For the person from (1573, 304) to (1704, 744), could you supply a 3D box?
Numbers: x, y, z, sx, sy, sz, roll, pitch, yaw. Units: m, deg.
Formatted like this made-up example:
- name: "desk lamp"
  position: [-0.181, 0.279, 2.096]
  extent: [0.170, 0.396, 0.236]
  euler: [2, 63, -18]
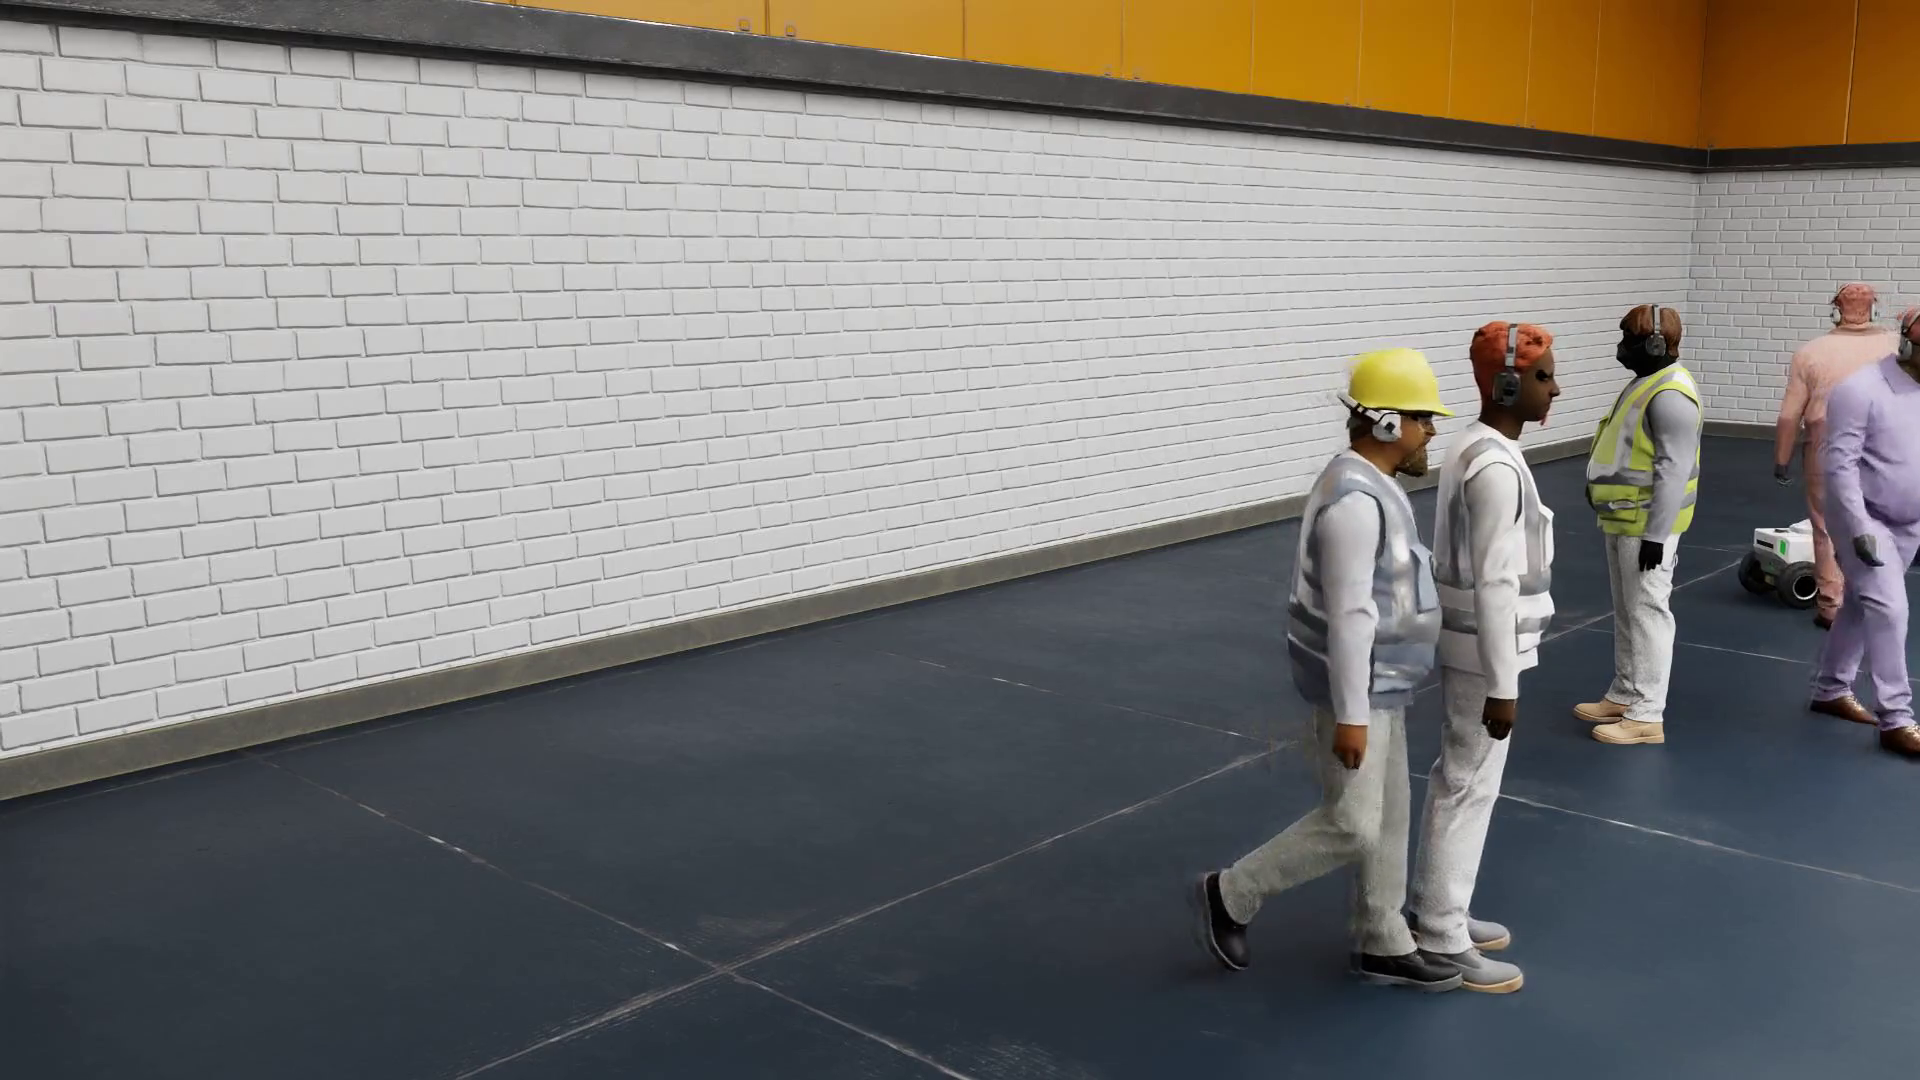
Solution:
- name: "person"
  position: [2.864, -0.067, 7.029]
  extent: [0.429, 1.843, 0.633]
  euler: [2, 10, 9]

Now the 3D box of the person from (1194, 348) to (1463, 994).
- name: "person"
  position: [1.056, 0.374, 4.595]
  extent: [0.666, 1.812, 0.612]
  euler: [4, 11, 20]

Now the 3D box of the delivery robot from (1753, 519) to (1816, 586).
- name: "delivery robot"
  position: [5.063, 0.049, 9.765]
  extent: [0.707, 0.478, 0.477]
  euler: [-1, 10, -4]

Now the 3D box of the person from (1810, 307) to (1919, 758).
- name: "person"
  position: [3.889, -0.040, 6.915]
  extent: [0.656, 1.831, 0.957]
  euler: [-4, 11, -19]

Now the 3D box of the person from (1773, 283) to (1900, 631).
- name: "person"
  position: [4.873, -0.475, 9.232]
  extent: [0.668, 1.873, 0.876]
  euler: [2, 10, 14]

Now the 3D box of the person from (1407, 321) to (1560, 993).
- name: "person"
  position: [1.485, 0.326, 4.704]
  extent: [0.345, 1.875, 0.574]
  euler: [2, 10, 12]
